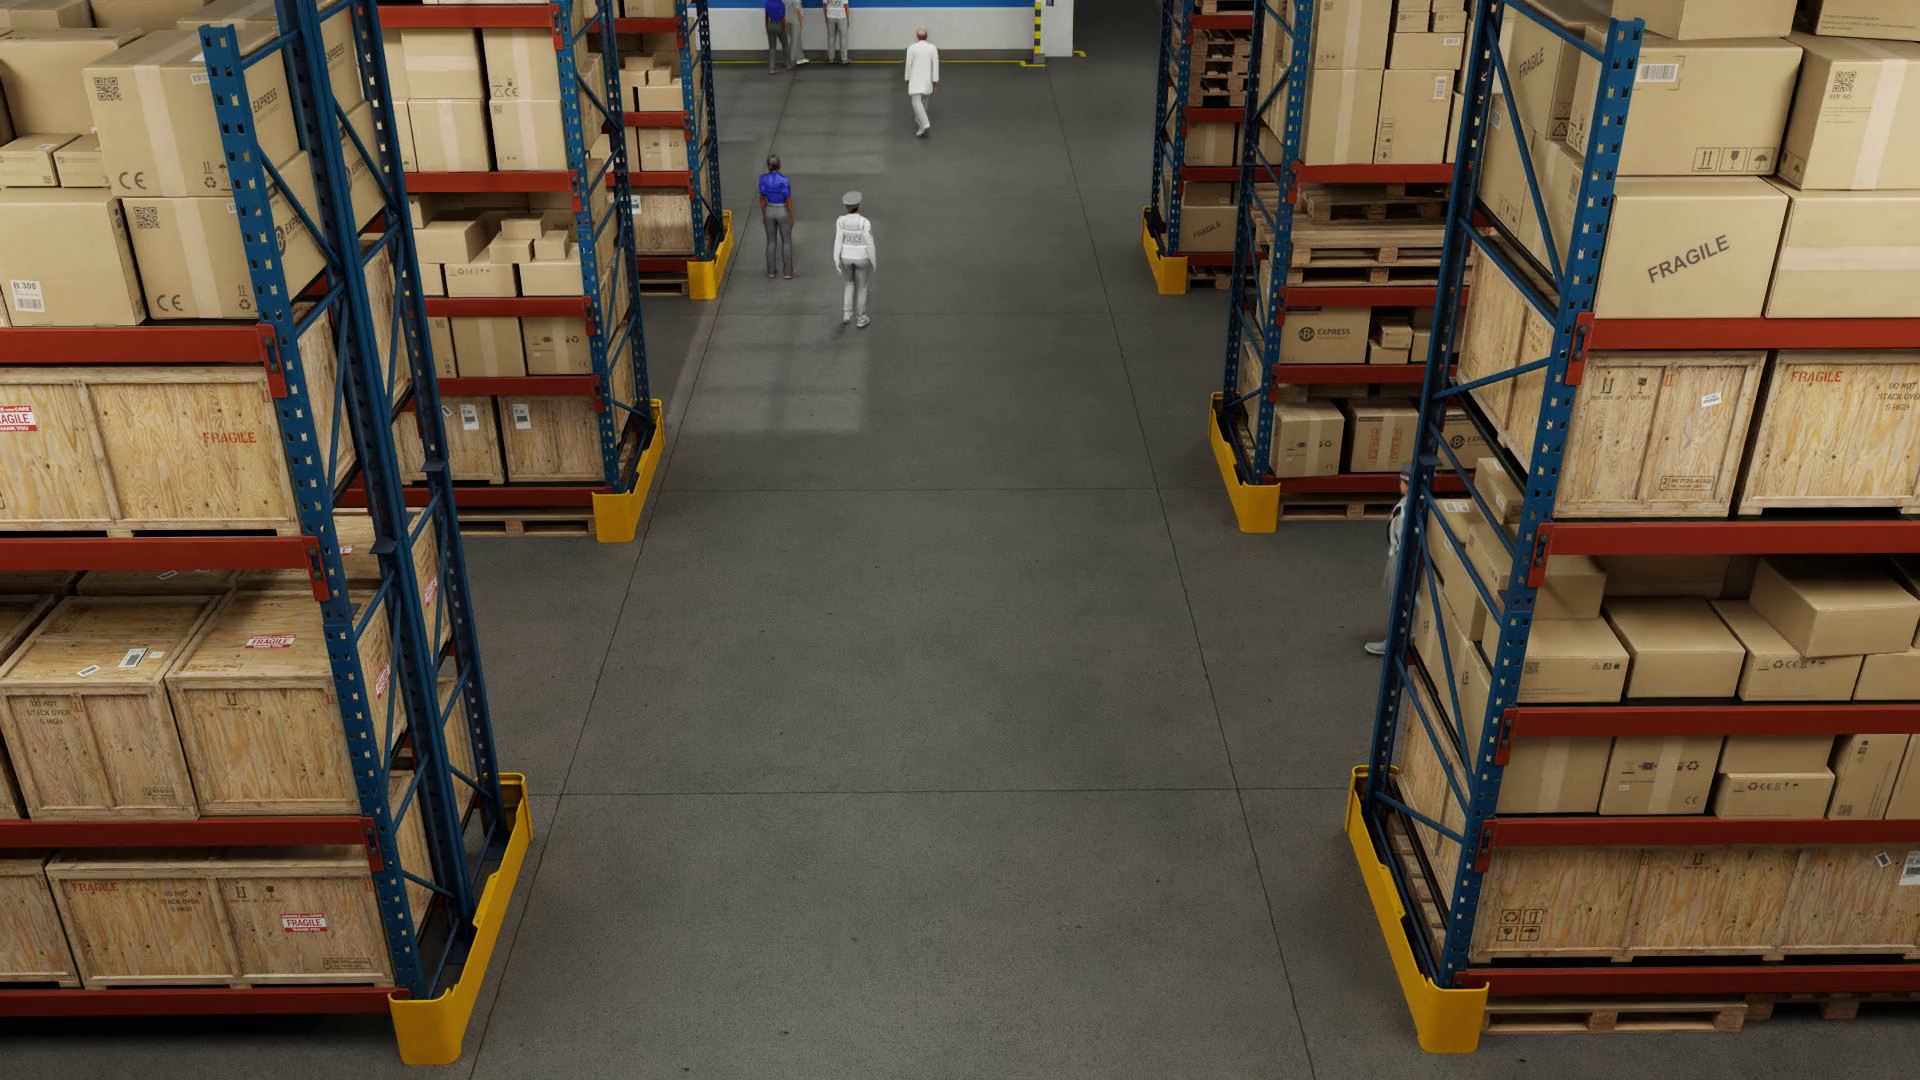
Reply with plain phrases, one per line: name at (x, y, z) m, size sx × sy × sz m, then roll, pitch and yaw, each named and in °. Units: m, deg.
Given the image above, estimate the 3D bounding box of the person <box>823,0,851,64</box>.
person at (-2.467, -10.489, 33.370) m, size 0.536 × 1.772 × 0.394 m, roll 7°, pitch 29°, yaw 13°

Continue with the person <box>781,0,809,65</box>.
person at (-3.328, -10.332, 33.226) m, size 0.529 × 1.656 × 0.546 m, roll 14°, pitch 31°, yaw 25°

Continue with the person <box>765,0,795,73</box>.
person at (-3.583, -10.084, 32.775) m, size 0.454 × 1.646 × 0.759 m, roll 7°, pitch 29°, yaw 13°

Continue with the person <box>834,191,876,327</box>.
person at (-1.273, -3.437, 20.387) m, size 0.510 × 1.713 × 0.403 m, roll 8°, pitch 29°, yaw 14°

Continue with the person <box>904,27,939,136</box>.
person at (-0.666, -7.928, 28.644) m, size 0.559 × 1.760 × 1.032 m, roll -12°, pitch 30°, yaw -21°

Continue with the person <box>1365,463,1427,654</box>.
person at (3.714, 0.167, 13.672) m, size 0.532 × 1.668 × 0.525 m, roll 10°, pitch 30°, yaw 19°

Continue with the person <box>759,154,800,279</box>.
person at (-2.403, -4.281, 21.999) m, size 0.440 × 1.648 × 0.327 m, roll 7°, pitch 29°, yaw 13°

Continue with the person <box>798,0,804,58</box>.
person at (-3.340, -10.564, 33.506) m, size 0.351 × 1.769 × 0.573 m, roll -3°, pitch 28°, yaw -6°
